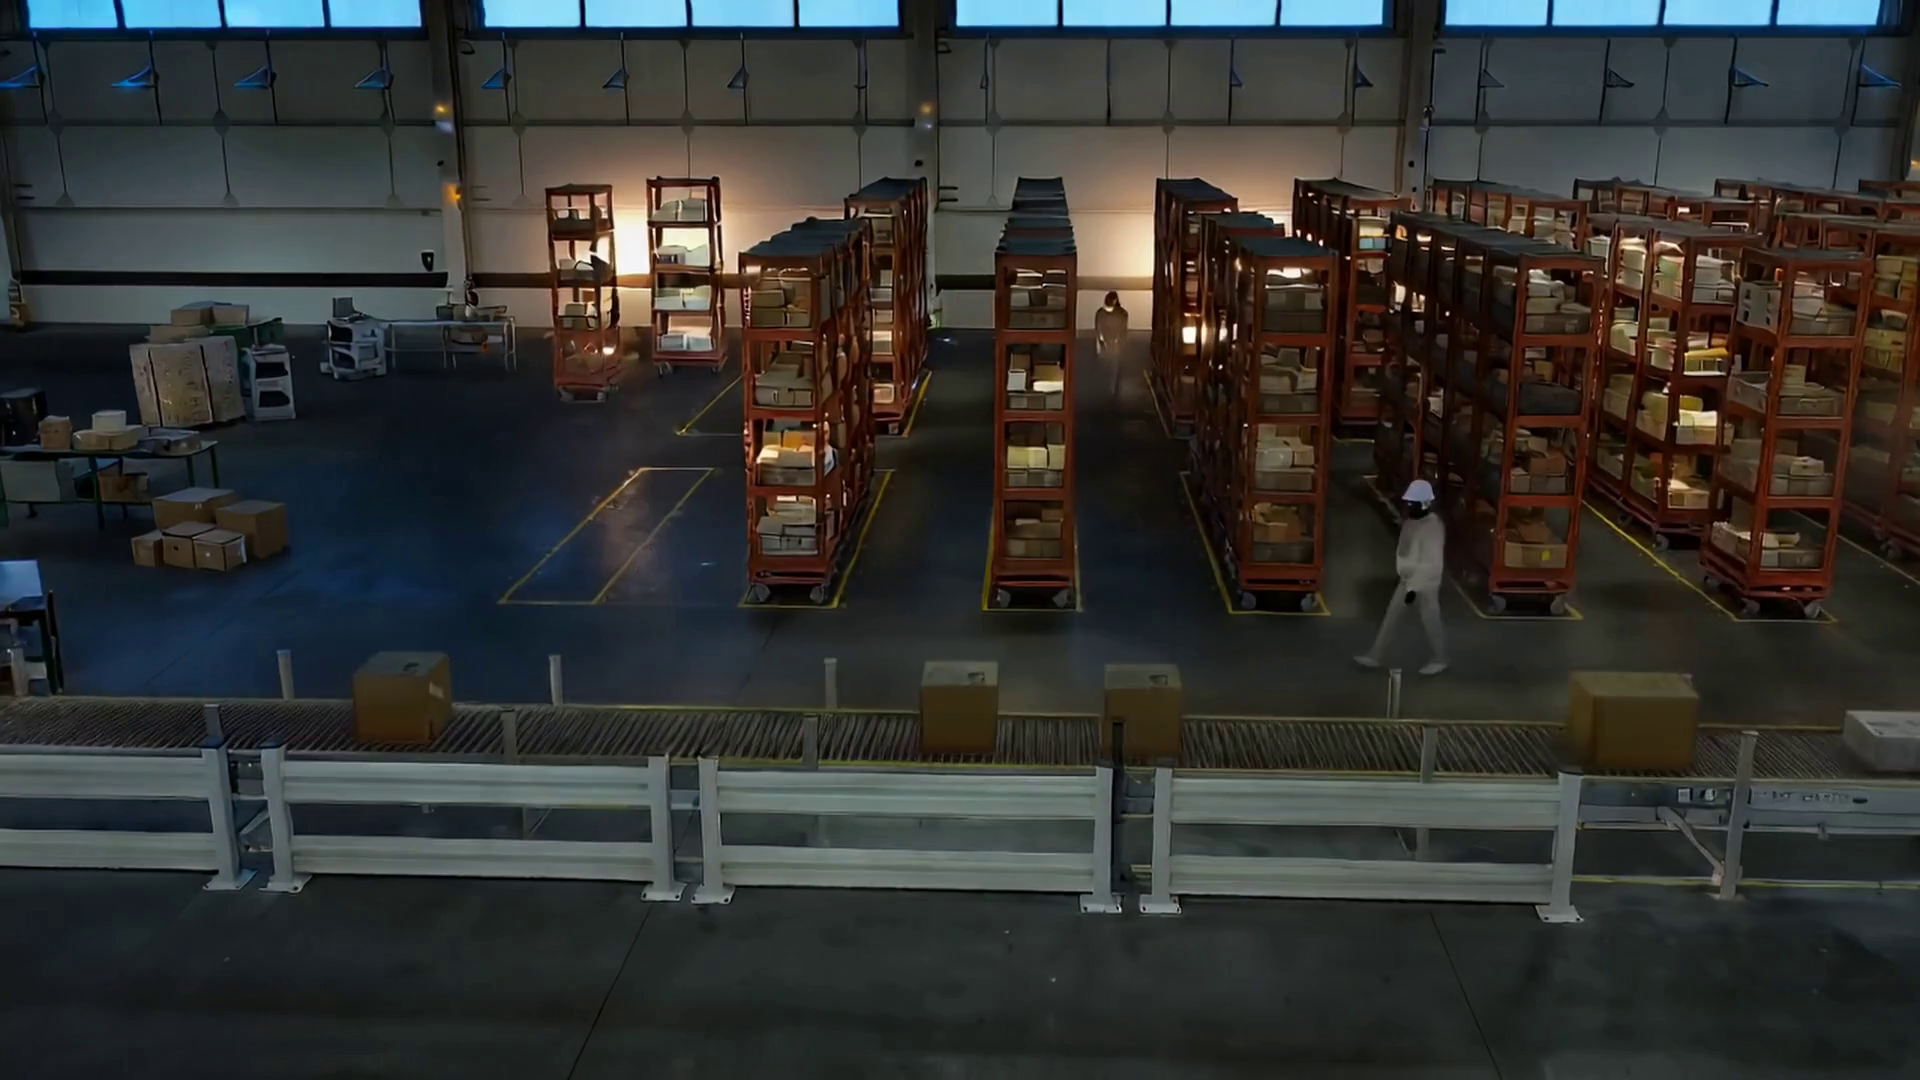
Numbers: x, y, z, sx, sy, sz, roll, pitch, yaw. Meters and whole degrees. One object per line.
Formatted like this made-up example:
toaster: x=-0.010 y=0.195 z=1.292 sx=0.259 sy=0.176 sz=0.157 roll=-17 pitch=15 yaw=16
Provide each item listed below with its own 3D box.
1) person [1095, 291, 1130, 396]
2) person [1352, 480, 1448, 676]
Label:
person: x=2.633 y=-3.391 z=28.718 sx=0.595 sy=1.801 sz=0.934 roll=-1 pitch=15 yaw=-3
person: x=3.996 y=0.356 z=14.823 sx=0.901 sy=1.786 sz=0.602 roll=-3 pitch=15 yaw=-11
